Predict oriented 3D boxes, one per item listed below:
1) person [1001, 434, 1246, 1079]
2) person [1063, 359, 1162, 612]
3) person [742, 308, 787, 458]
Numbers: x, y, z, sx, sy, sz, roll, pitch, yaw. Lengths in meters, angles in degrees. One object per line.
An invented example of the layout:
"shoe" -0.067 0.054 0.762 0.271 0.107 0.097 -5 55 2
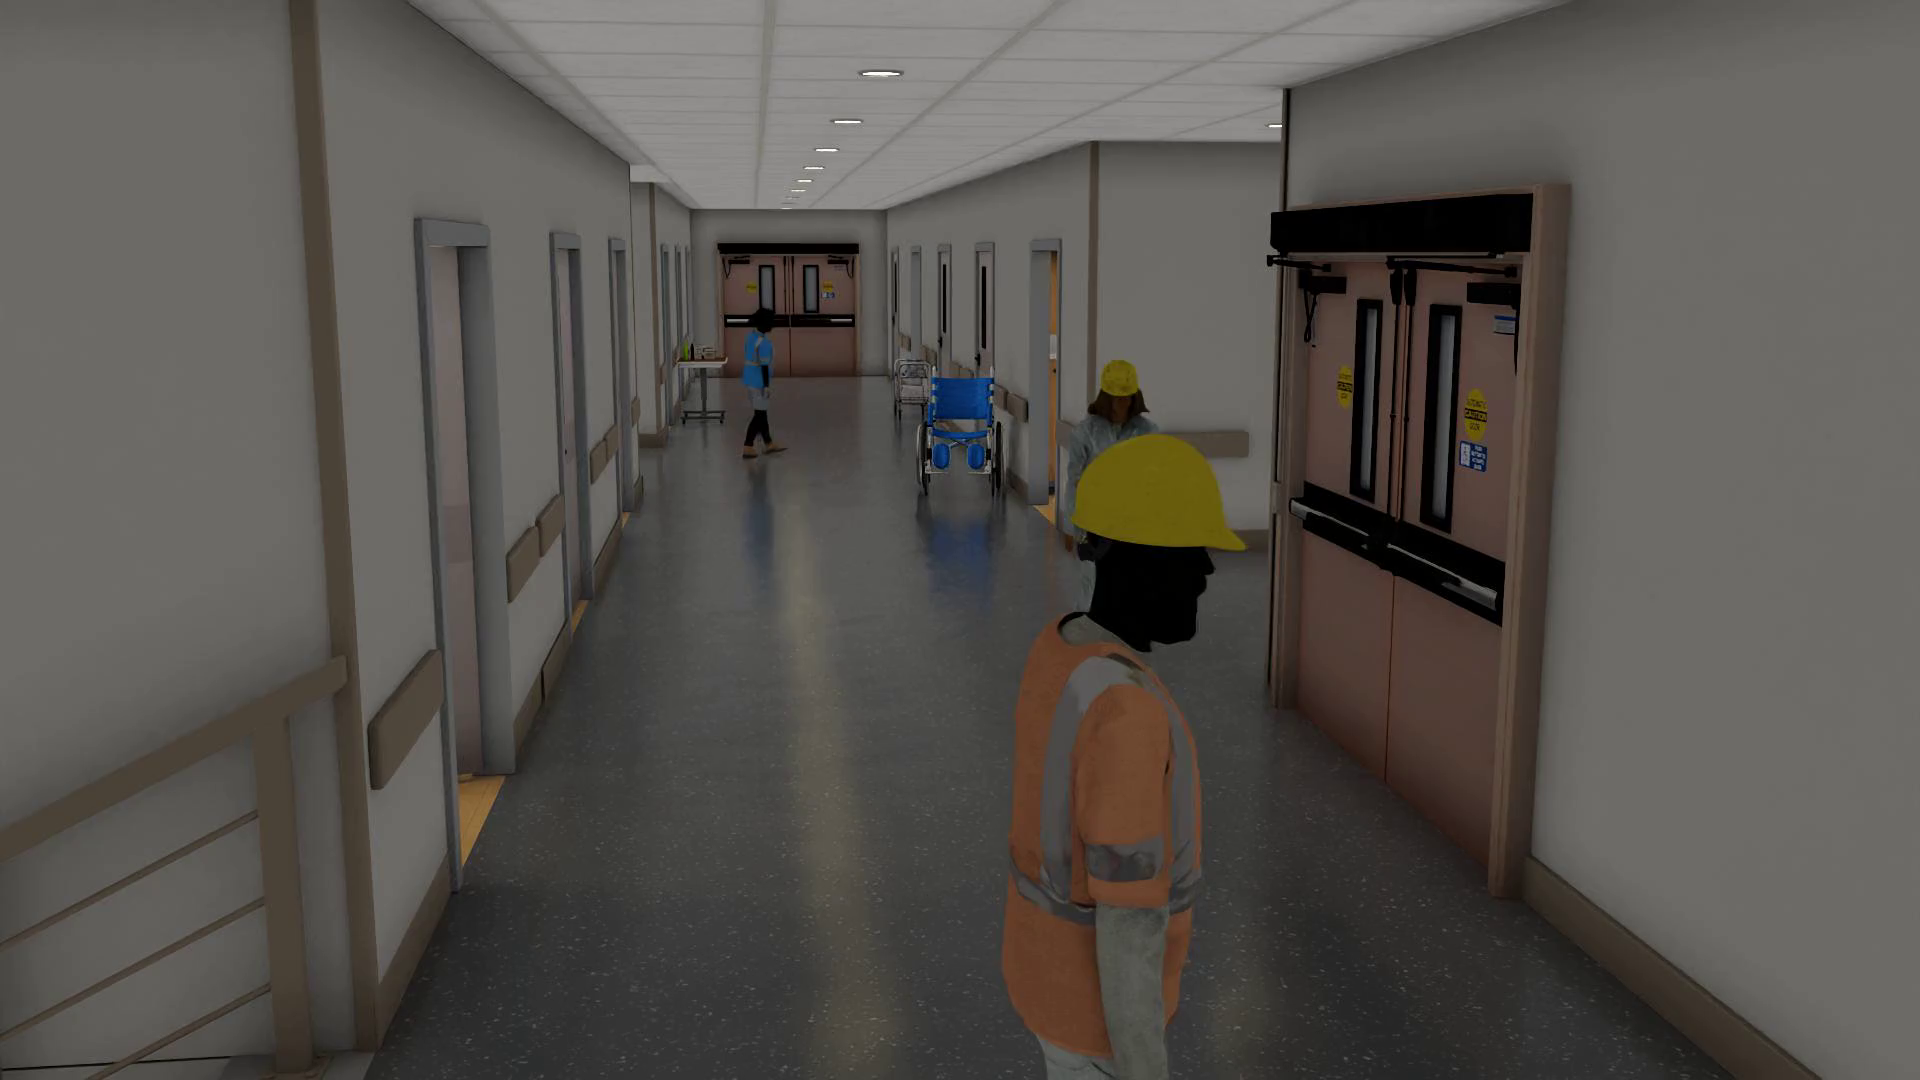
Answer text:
"person" 0.276 0.772 2.896 0.401 1.919 0.589 -1 10 -6
"person" 0.770 -0.101 8.620 0.492 1.707 0.675 -1 10 -7
"person" -2.155 -1.714 18.177 0.593 1.635 0.593 -6 11 -31
